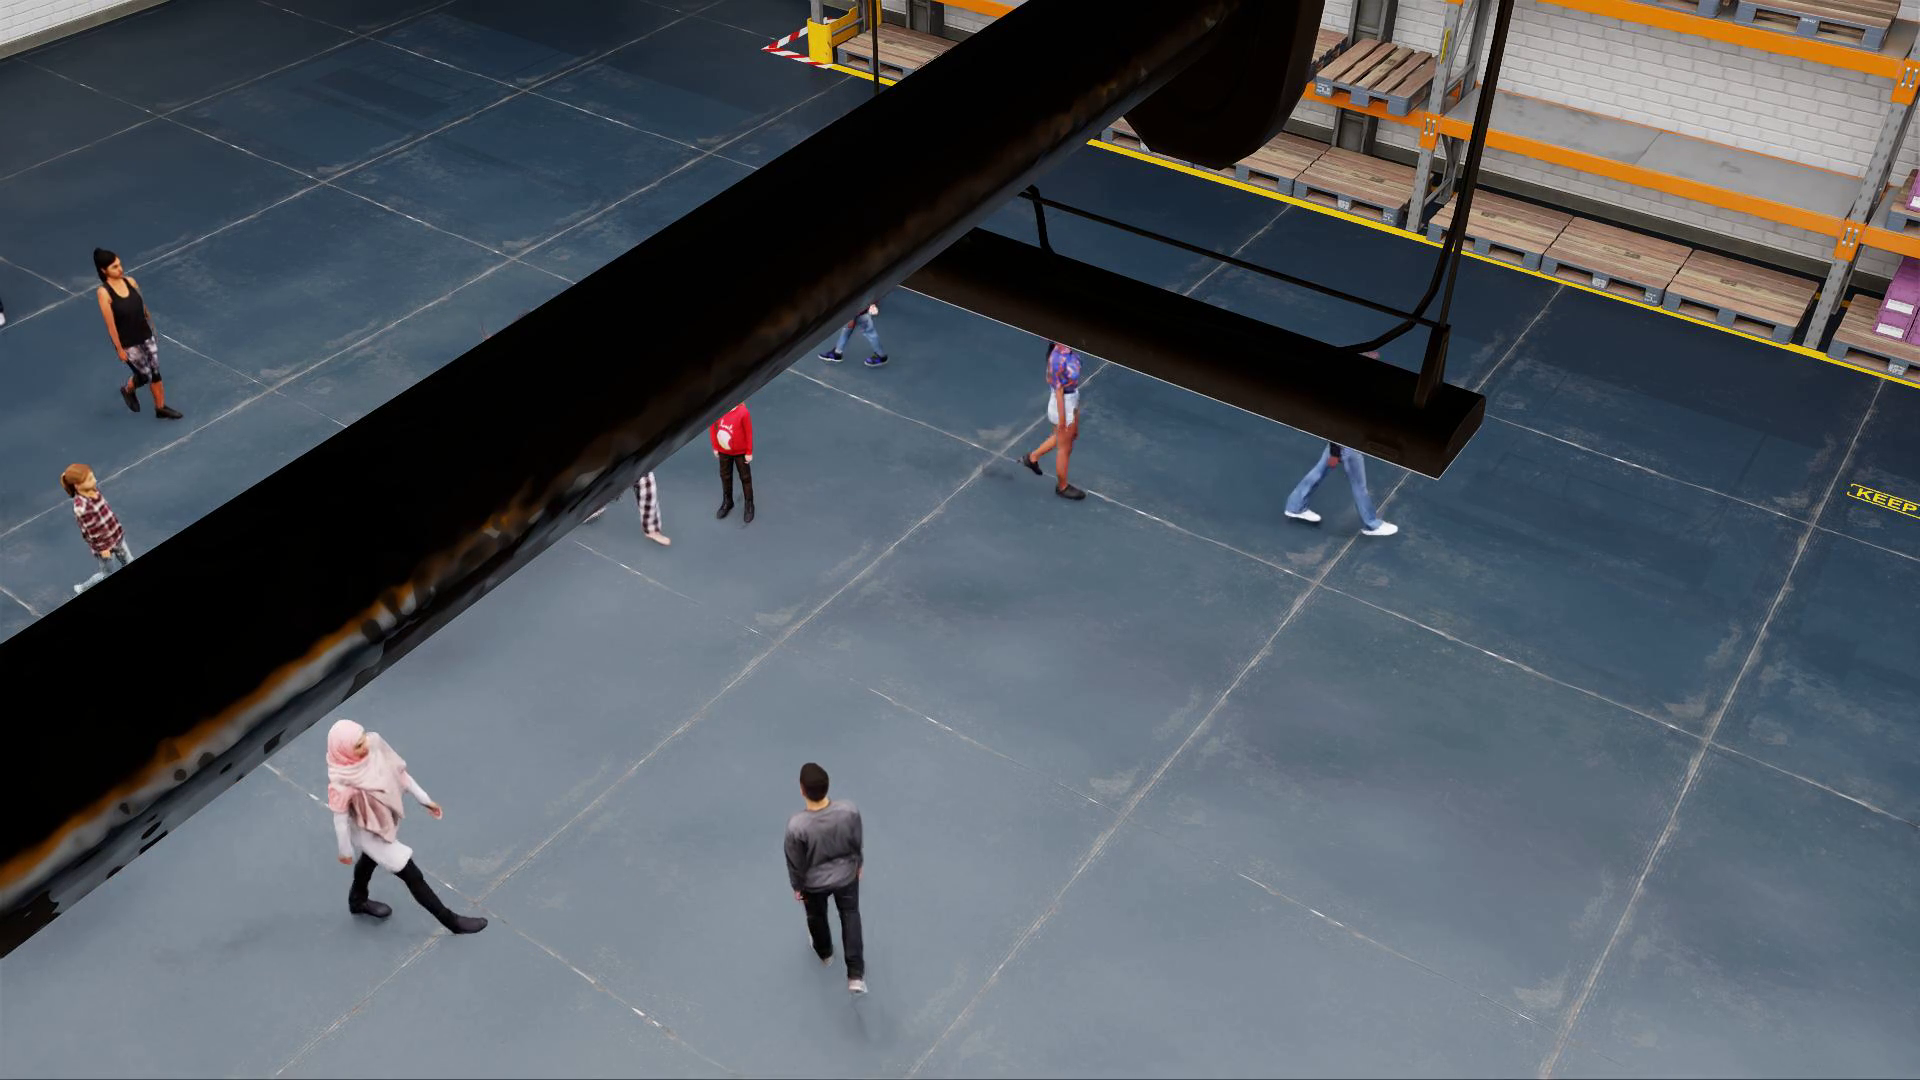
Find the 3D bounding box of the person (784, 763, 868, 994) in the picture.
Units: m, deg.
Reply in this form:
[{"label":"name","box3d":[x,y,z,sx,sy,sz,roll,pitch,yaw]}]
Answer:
[{"label":"person","box3d":[-0.737,1.970,9.564,0.924,1.751,1.038,-13,40,-16]}]

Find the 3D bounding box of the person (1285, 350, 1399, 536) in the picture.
[{"label":"person","box3d":[2.939,-0.786,13.052,1.204,1.703,0.845,11,40,14]}]

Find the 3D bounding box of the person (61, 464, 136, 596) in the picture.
[{"label":"person","box3d":[-6.451,-0.008,12.407,0.920,1.293,0.801,-1,39,-1]}]

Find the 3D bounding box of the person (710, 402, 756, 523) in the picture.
[{"label":"person","box3d":[-1.817,-0.737,13.330,0.542,1.281,0.629,7,39,9]}]

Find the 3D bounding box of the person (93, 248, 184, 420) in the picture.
[{"label":"person","box3d":[-7.171,-1.750,14.299,0.836,1.653,0.724,11,40,14]}]

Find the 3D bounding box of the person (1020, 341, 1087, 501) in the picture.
[{"label":"person","box3d":[0.758,-1.083,13.400,0.905,1.733,0.756,9,40,11]}]

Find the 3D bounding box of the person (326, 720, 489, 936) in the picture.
[{"label":"person","box3d":[-3.559,1.712,9.886,1.276,1.751,1.030,3,39,4]}]
